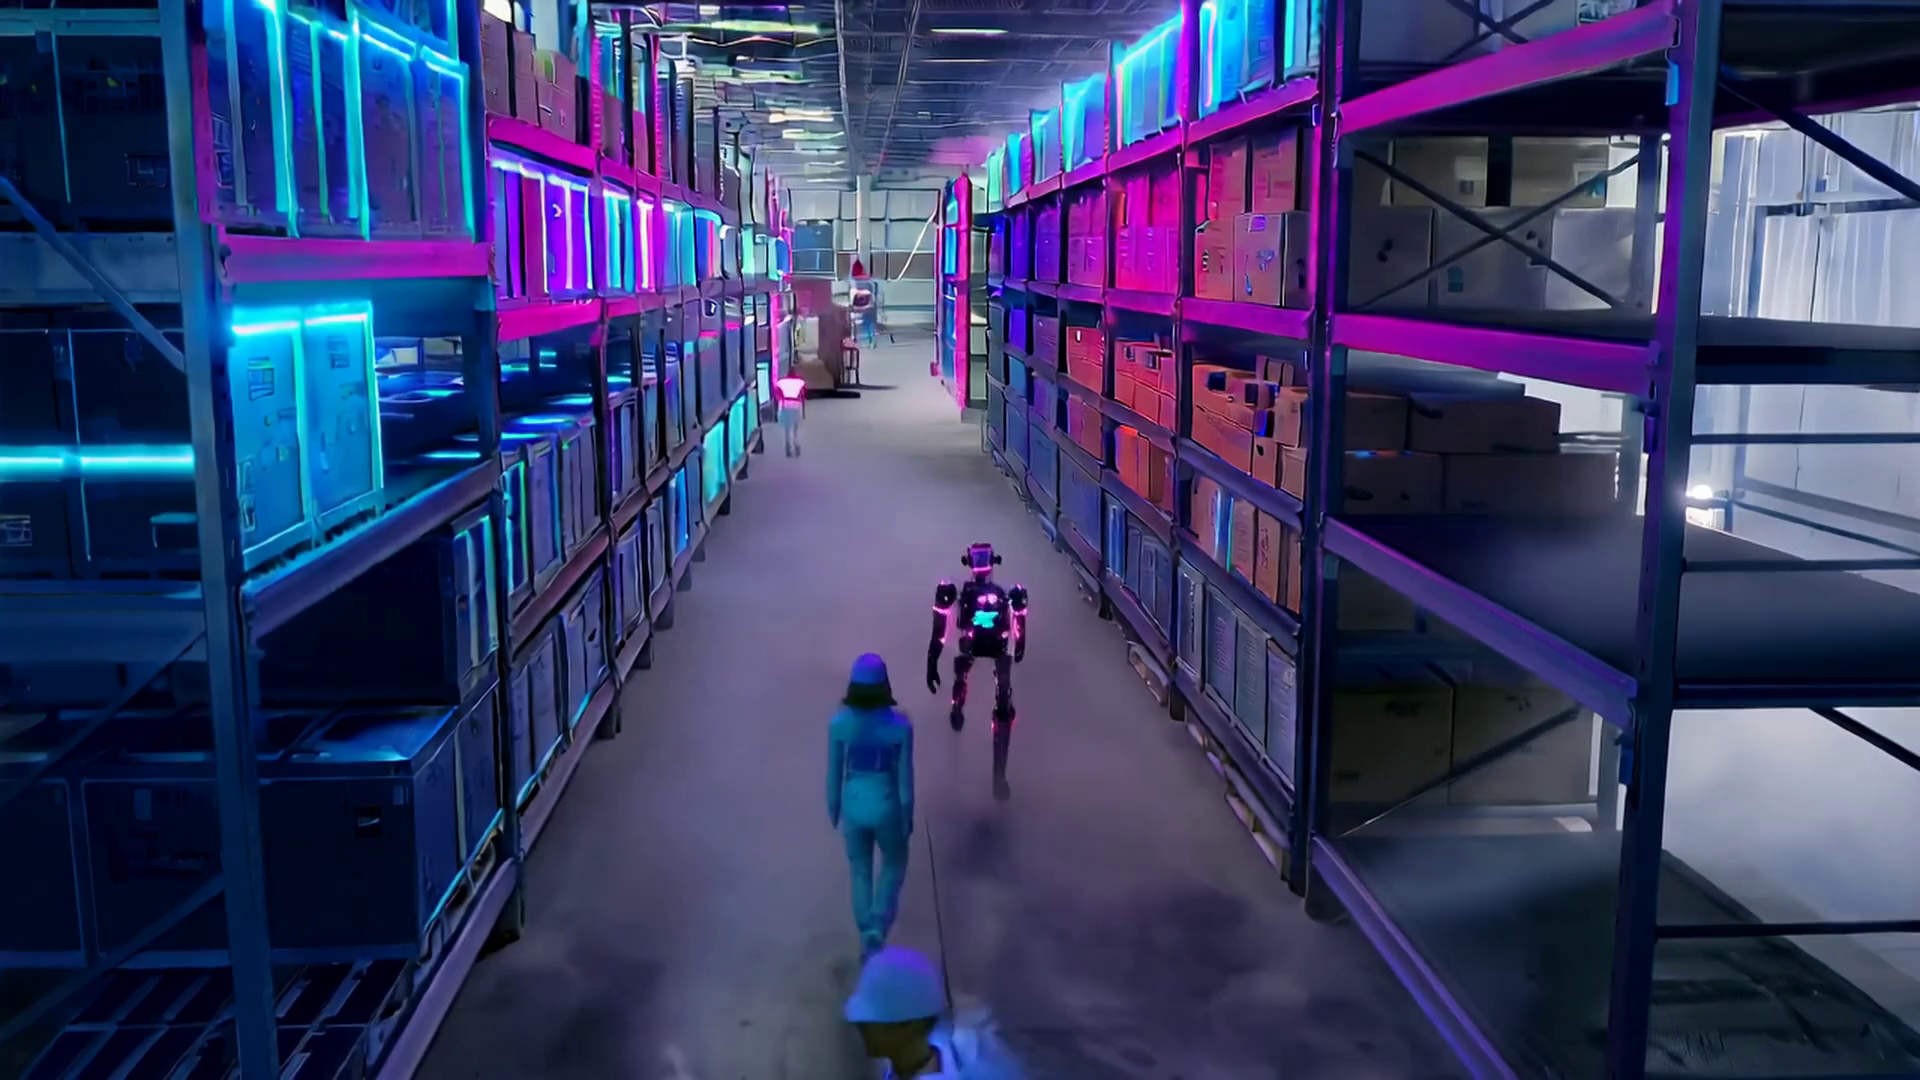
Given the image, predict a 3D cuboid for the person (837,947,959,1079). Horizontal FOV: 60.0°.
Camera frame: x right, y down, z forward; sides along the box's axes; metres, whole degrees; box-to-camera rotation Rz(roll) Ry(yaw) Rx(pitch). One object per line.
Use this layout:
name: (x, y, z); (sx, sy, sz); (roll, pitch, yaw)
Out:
person: (-0.107, 2.097, 4.923); (1.007, 1.889, 0.564); (-1, 10, -5)

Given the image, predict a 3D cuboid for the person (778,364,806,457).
person: (-3.333, -2.573, 33.003); (0.587, 1.823, 0.671); (0, 10, 1)

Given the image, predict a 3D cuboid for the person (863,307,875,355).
person: (-3.765, -8.616, 68.673); (0.502, 1.971, 0.708); (1, 10, 7)

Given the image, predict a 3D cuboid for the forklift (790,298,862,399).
forklift: (-3.756, -5.330, 46.305); (1.873, 2.768, 1.129); (-2, 10, -12)

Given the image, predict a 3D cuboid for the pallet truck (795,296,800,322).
pallet truck: (-8.622, -12.439, 91.403); (1.885, 1.965, 0.823); (2, 10, 13)

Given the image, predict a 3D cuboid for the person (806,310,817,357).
person: (-6.003, -8.324, 67.055); (0.433, 1.920, 0.656); (-4, 10, -22)

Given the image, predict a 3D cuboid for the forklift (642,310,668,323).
forklift: (-10.371, -7.075, 56.732); (1.129, 2.768, 1.873); (-1, 10, -3)

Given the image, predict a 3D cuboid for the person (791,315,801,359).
person: (-6.041, -7.269, 60.763); (0.548, 1.920, 0.560); (-6, 11, -30)

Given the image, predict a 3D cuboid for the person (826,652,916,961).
person: (-0.483, 1.466, 9.120); (0.506, 1.728, 0.368); (2, 10, 11)
